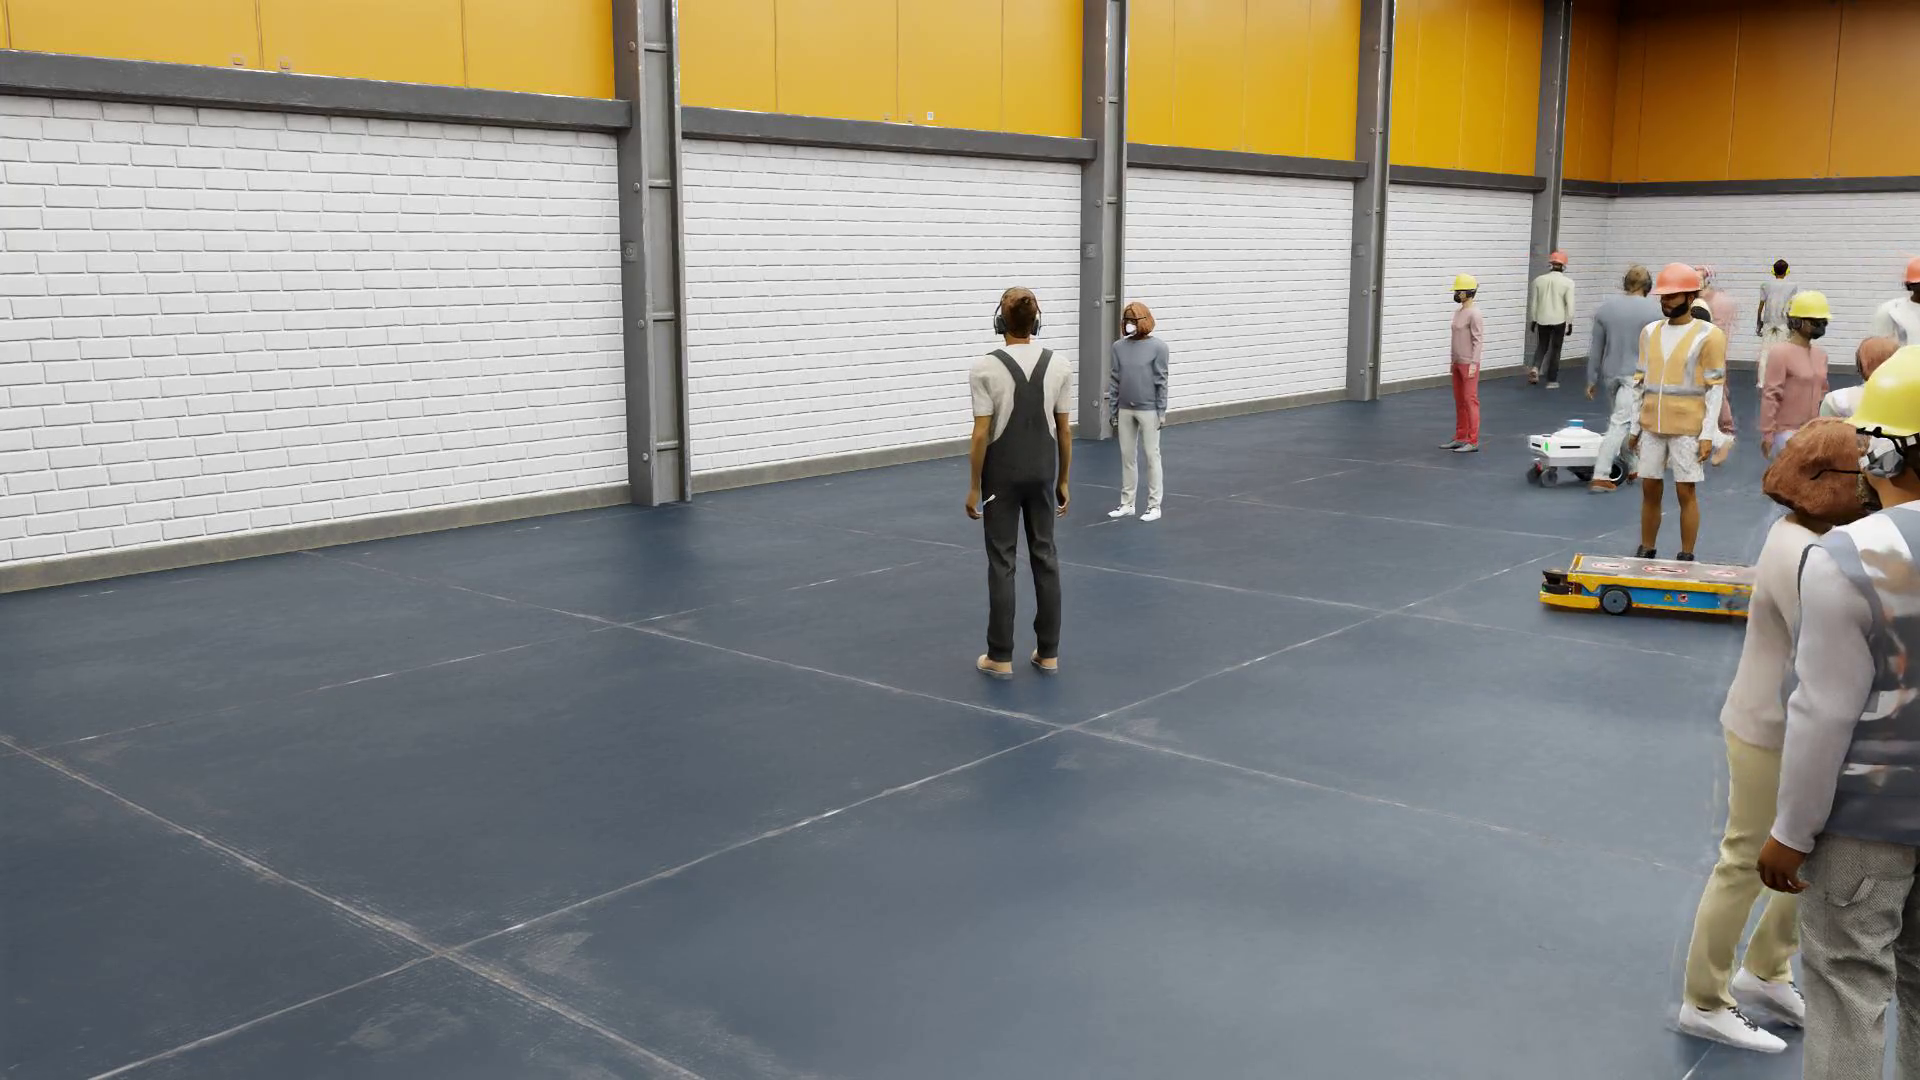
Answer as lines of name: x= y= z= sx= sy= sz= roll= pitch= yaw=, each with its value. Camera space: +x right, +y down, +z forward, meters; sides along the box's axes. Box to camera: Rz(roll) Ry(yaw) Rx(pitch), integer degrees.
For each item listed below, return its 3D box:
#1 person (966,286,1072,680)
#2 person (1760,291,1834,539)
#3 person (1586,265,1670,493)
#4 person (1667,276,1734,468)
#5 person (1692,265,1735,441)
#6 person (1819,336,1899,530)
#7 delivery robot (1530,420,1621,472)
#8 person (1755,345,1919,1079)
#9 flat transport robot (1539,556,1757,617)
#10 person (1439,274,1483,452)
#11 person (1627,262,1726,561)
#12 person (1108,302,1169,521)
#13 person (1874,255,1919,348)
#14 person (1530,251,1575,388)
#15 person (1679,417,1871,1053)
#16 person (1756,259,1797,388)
person: x=0.278 y=-0.263 z=7.837 sx=0.514 sy=1.843 sz=0.327 roll=-3 pitch=11 yaw=-19
person: x=5.188 y=-0.645 z=10.245 sx=0.546 sy=1.751 sz=0.450 roll=-6 pitch=12 yaw=-31
person: x=5.595 y=-1.342 z=13.897 sx=1.040 sy=1.880 sz=0.622 roll=-7 pitch=12 yaw=-36
person: x=6.628 y=-1.528 z=15.119 sx=0.713 sy=1.821 sz=0.633 roll=1 pitch=10 yaw=7
person: x=7.539 y=-1.858 z=16.917 sx=1.007 sy=1.855 sz=0.663 roll=-4 pitch=11 yaw=-20
person: x=4.535 y=-0.222 z=8.327 sx=0.530 sy=1.578 sz=0.875 roll=4 pitch=11 yaw=20
delivery robot: x=5.257 y=-0.785 z=14.214 sx=0.707 sy=0.478 sz=0.477 roll=-1 pitch=10 yaw=-5
person: x=1.881 y=0.525 z=3.382 sx=0.589 sy=1.833 sz=0.404 roll=-4 pitch=11 yaw=-19
flat transport robot: x=4.032 y=0.264 z=9.315 sx=1.431 sy=0.197 sz=0.652 roll=4 pitch=11 yaw=24
person: x=5.001 y=-1.752 z=16.536 sx=0.330 sy=1.767 sz=0.528 roll=-1 pitch=10 yaw=-6
person: x=4.244 y=-0.680 z=9.946 sx=0.373 sy=1.934 sz=0.551 roll=-7 pitch=12 yaw=-34
person: x=1.329 y=-0.958 z=12.417 sx=0.503 sy=1.627 sz=0.270 roll=8 pitch=12 yaw=37
person: x=7.535 y=-1.264 z=13.202 sx=0.631 sy=1.991 sz=1.012 roll=1 pitch=10 yaw=4
person: x=8.532 y=-3.166 z=23.972 sx=0.650 sy=1.980 sz=0.497 roll=9 pitch=14 yaw=43
person: x=2.088 y=0.502 z=4.138 sx=0.493 sy=1.617 sz=0.501 roll=6 pitch=11 yaw=29
person: x=11.774 y=-3.108 z=24.004 sx=0.511 sy=1.862 sz=0.324 roll=6 pitch=11 yaw=29
